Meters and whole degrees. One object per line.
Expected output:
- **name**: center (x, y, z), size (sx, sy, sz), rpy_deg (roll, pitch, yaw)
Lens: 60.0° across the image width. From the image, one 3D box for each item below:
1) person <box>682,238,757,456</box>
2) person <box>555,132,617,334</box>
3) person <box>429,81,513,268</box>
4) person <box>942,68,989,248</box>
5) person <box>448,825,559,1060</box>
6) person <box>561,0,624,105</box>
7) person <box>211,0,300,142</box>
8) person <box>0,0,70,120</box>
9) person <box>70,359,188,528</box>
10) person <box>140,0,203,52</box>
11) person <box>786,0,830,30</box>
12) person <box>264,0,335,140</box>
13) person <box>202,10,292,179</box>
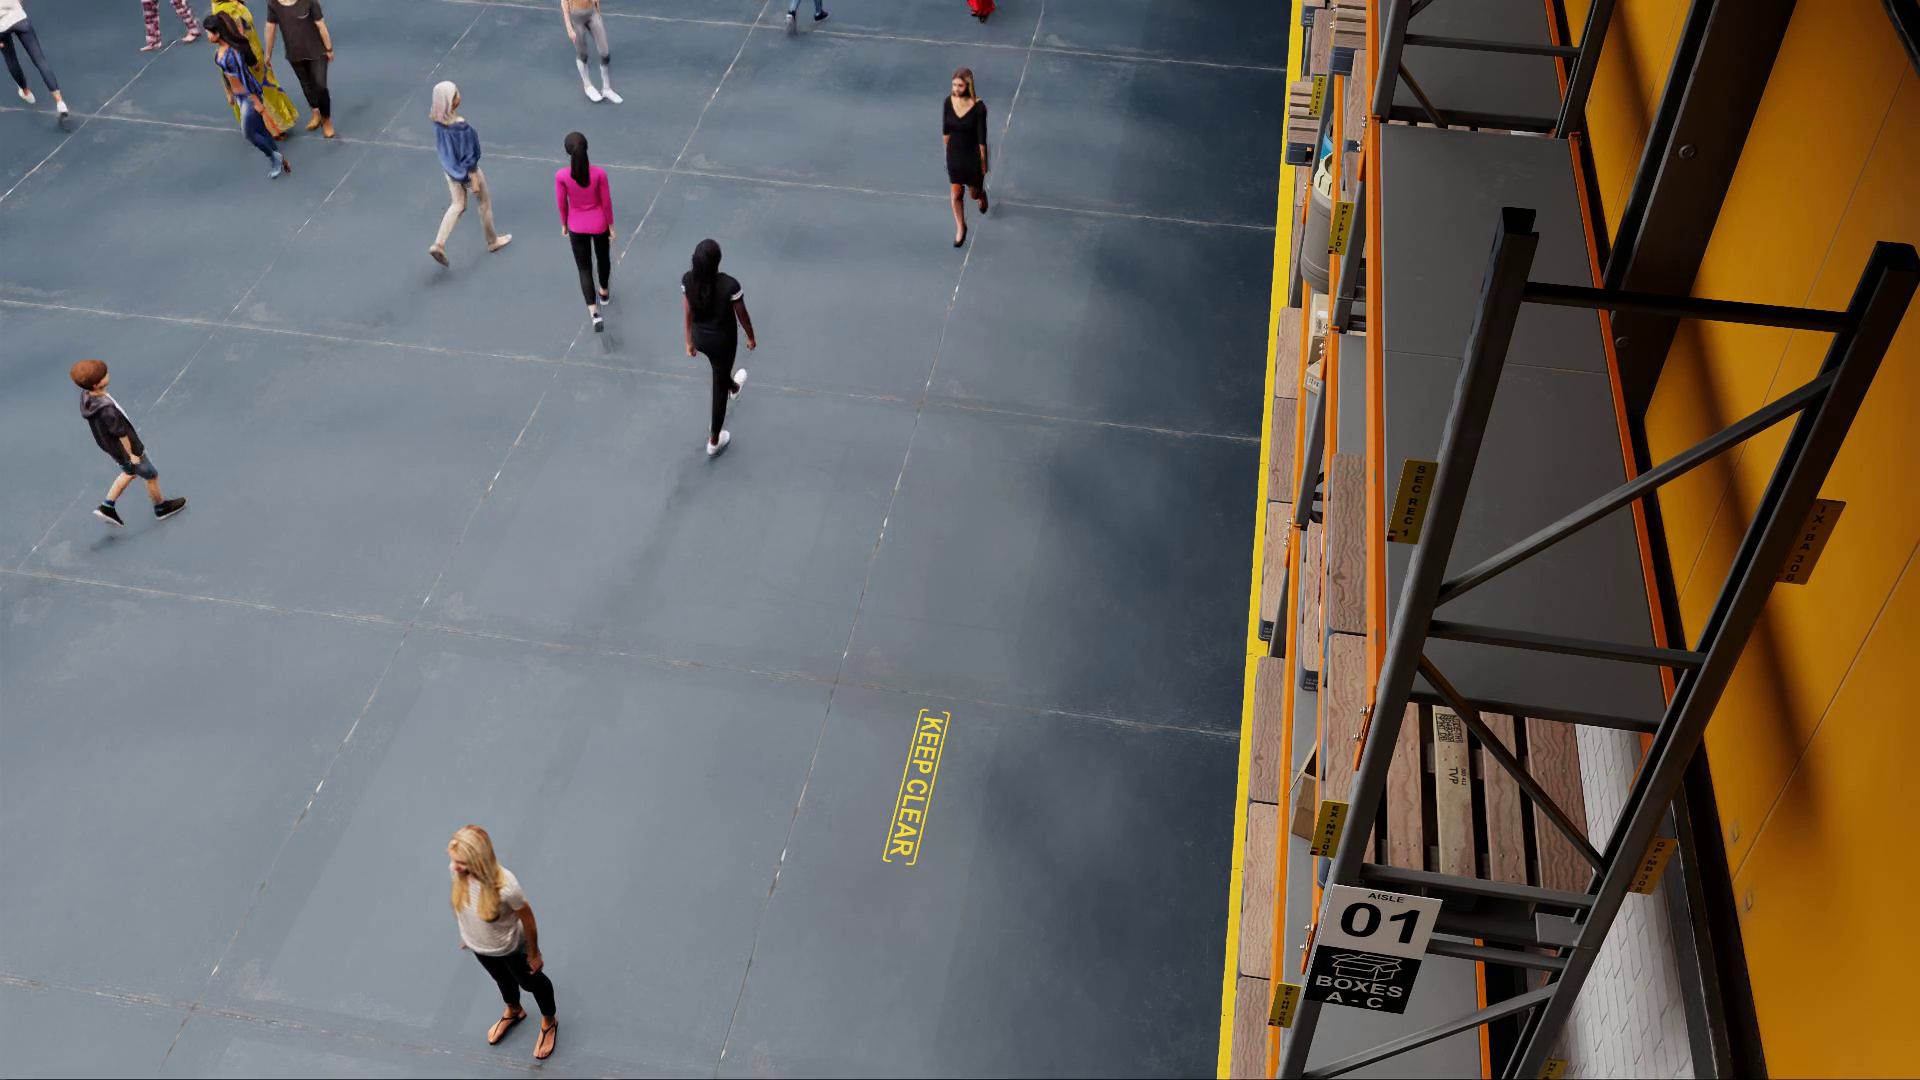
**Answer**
- **person**: center (-1.832, -1.402, 12.317), size (0.734, 1.683, 1.170), rpy_deg (12, 45, 13)
- **person**: center (-2.989, -2.470, 13.452), size (0.842, 1.674, 1.150), rpy_deg (-9, 44, -9)
- **person**: center (-4.278, -3.069, 14.079), size (0.915, 1.677, 1.128), rpy_deg (28, 50, 26)
- **person**: center (0.085, -3.329, 14.355), size (0.669, 1.663, 0.815), rpy_deg (15, 46, 16)
- **person**: center (-2.361, 2.050, 8.590), size (0.654, 1.826, 0.599), rpy_deg (16, 46, 16)
- **person**: center (-3.711, -5.084, 16.175), size (0.807, 1.693, 0.862), rpy_deg (-31, 52, -28)
- **person**: center (-6.758, -4.573, 15.669), size (1.054, 1.660, 0.996), rpy_deg (-26, 49, -25)
- **person**: center (-9.006, -4.859, 15.880), size (1.161, 1.773, 1.135), rpy_deg (-31, 52, -28)
- **person**: center (-5.952, -0.647, 11.706), size (0.782, 1.432, 0.905), rpy_deg (33, 52, 29)
- **person**: center (-8.154, -5.874, 17.015), size (0.802, 1.677, 1.011), rpy_deg (19, 47, 19)
- **person**: center (-1.632, -5.958, 17.421), size (0.699, 1.239, 0.877), rpy_deg (25, 49, 24)
- **person**: center (-6.203, -4.700, 15.778), size (0.780, 1.684, 0.752), rpy_deg (5, 44, 5)
- **person**: center (-6.423, -4.058, 15.159), size (0.750, 1.608, 0.782), rpy_deg (33, 53, 30)
